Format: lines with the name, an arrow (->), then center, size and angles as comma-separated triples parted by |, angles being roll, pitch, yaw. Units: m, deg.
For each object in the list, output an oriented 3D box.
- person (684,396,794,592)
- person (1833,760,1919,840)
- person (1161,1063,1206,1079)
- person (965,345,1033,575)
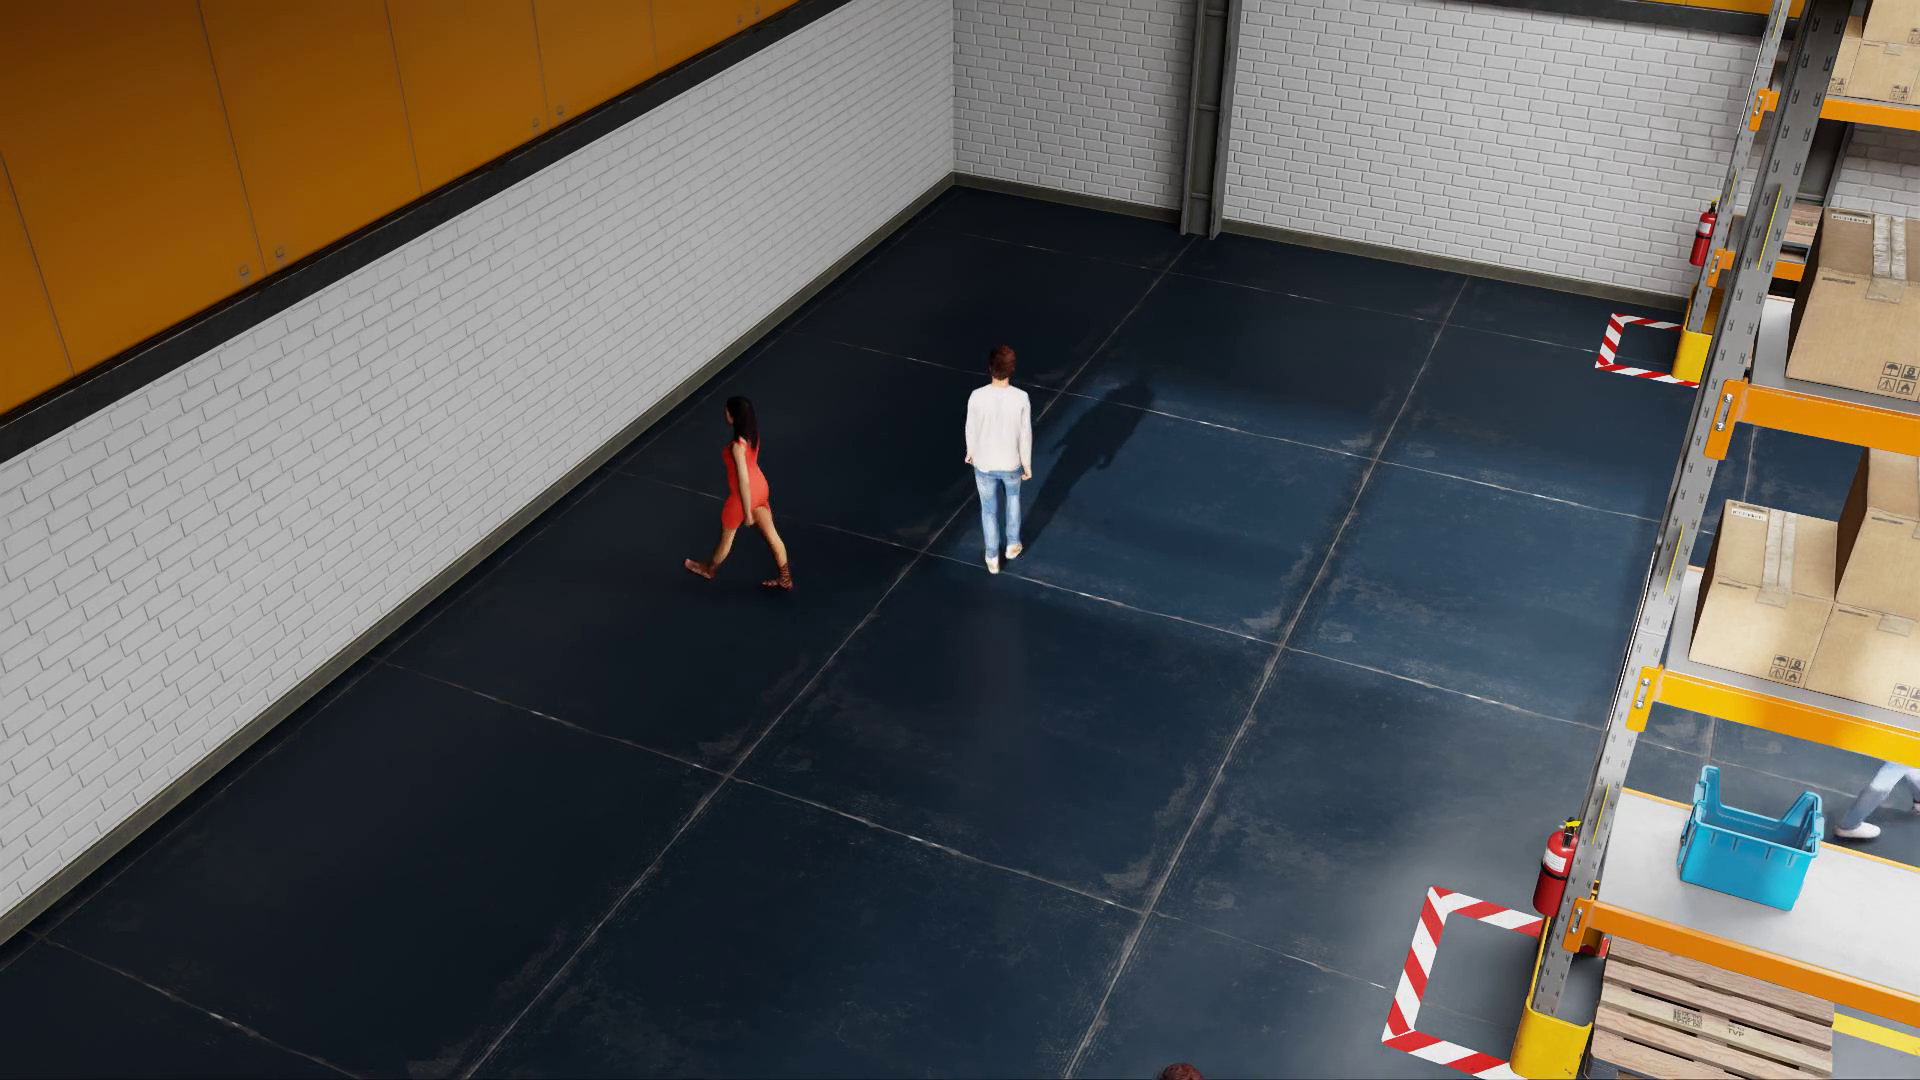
person -> -1.520, -0.300, 12.607 | 1.147, 1.666, 0.735 | 8, 35, 12
person -> 5.867, 1.138, 10.319 | 1.246, 1.805, 1.068 | -4, 34, -7
person -> 0.969, 2.996, 7.531 | 0.502, 1.796, 0.592 | 12, 35, 17
person -> 0.290, -0.549, 12.785 | 0.724, 1.885, 0.834 | -1, 34, -2
